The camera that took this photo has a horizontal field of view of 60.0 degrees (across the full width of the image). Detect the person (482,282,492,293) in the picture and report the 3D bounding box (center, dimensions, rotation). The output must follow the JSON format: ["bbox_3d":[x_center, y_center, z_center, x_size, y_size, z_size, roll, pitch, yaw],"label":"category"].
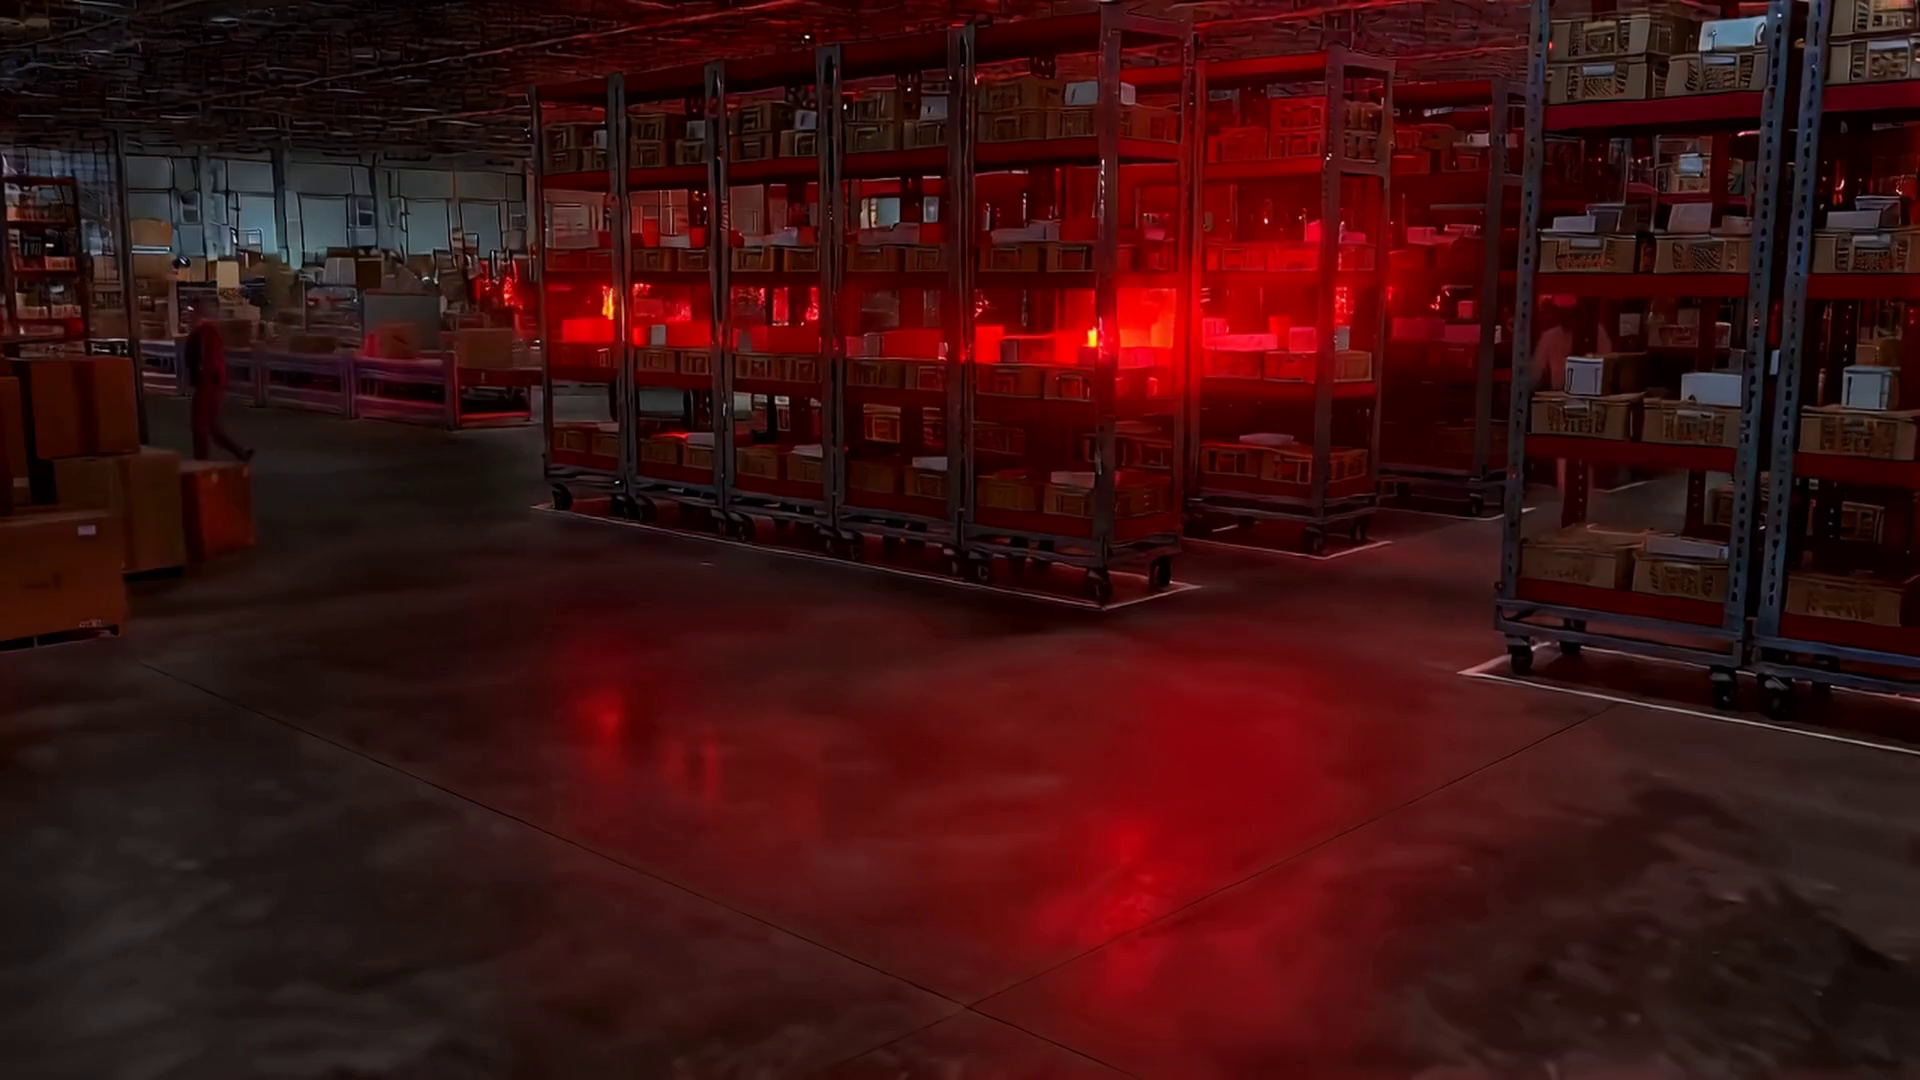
[{"bbox_3d":[-16.550,-8.178,57.950,0.533,1.604,0.714,8,13,42],"label":"person"}]

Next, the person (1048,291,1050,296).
[{"bbox_3d":[3.024,-7.959,56.156,0.329,1.765,0.533,2,9,9],"label":"person"}]

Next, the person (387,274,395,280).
[{"bbox_3d":[-20.721,-8.832,61.134,0.966,1.904,0.540,-7,11,-35],"label":"person"}]

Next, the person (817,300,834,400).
[{"bbox_3d":[-1.696,-2.326,21.759,0.930,1.721,0.538,-6,11,-31],"label":"person"}]

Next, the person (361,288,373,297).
[{"bbox_3d":[-19.251,-7.723,54.001,0.611,1.995,0.375,3,10,20],"label":"person"}]

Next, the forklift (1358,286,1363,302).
[{"bbox_3d":[11.100,-7.017,46.970,1.873,2.768,1.129,9,13,43],"label":"forklift"}]

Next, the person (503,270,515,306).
[{"bbox_3d":[-16.023,-8.562,59.072,0.412,2.030,0.654,-7,12,-38],"label":"person"}]

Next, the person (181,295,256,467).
[{"bbox_3d":[-7.338,-1.488,16.293,0.668,1.827,0.583,-6,11,-32],"label":"person"}]

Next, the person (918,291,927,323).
[{"bbox_3d":[-1.036,-5.628,41.711,0.403,1.817,0.601,-3,10,-20],"label":"person"}]

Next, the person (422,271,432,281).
[{"bbox_3d":[-27.462,-12.898,85.887,0.605,1.944,0.402,3,10,20],"label":"person"}]

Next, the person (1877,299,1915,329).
[{"bbox_3d":[10.192,-1.859,17.933,0.605,2.034,0.392,8,12,40],"label":"person"}]

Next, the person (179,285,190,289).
[{"bbox_3d":[-36.475,-11.583,78.137,0.607,1.841,0.931,-3,10,-18],"label":"person"}]

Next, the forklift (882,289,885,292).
[{"bbox_3d":[-2.971,-11.223,72.755,1.873,2.768,1.129,9,13,43],"label":"forklift"}]

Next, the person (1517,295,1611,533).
[{"bbox_3d":[4.700,-1.012,12.959,0.724,1.964,0.627,-6,11,-31],"label":"person"}]

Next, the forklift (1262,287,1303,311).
[{"bbox_3d":[10.769,-8.203,54.240,1.129,2.768,1.873,8,12,42],"label":"forklift"}]

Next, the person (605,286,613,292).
[{"bbox_3d":[-13.439,-9.209,64.029,0.319,1.696,0.532,-9,13,-43],"label":"person"}]

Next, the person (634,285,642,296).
[{"bbox_3d":[-13.416,-10.105,68.854,0.983,1.925,0.622,-8,12,-40],"label":"person"}]
